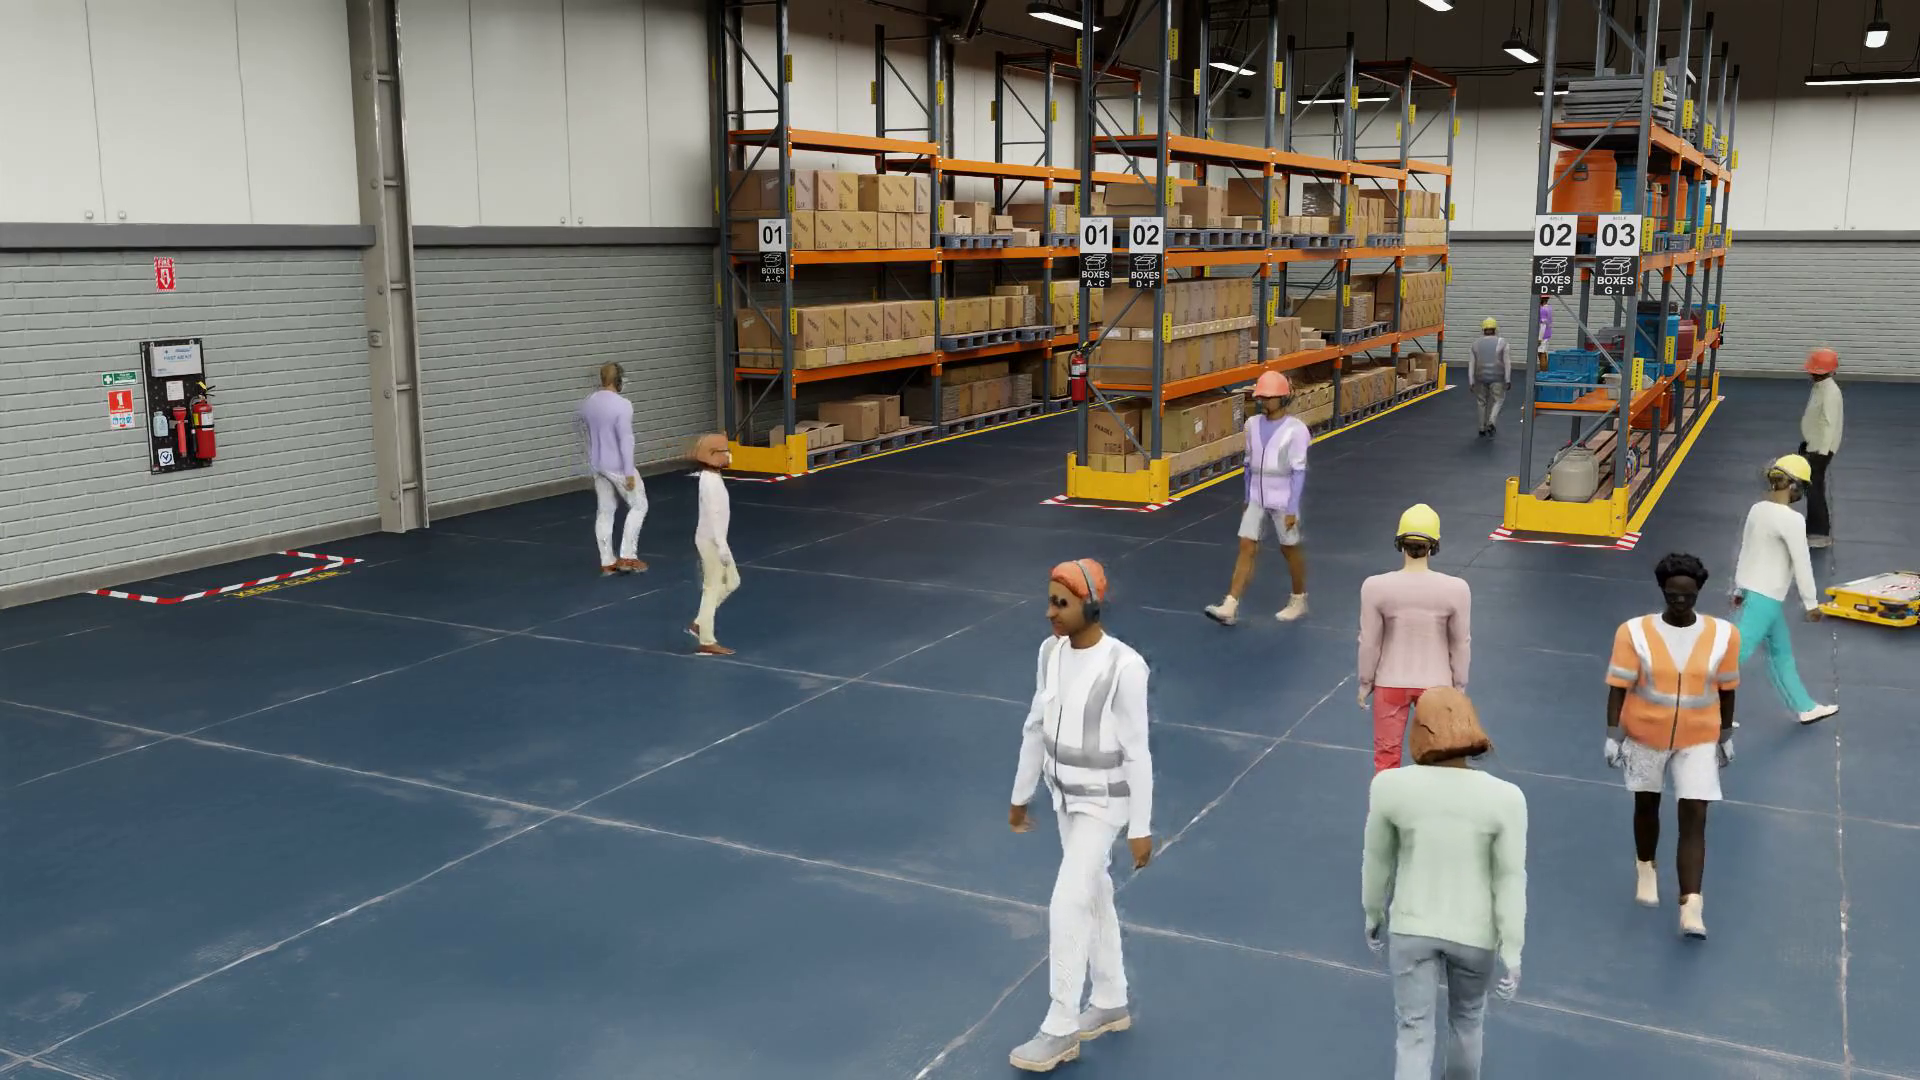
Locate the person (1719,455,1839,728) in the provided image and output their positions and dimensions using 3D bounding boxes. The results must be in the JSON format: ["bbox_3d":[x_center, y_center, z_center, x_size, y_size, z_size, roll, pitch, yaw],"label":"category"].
[{"bbox_3d":[4.998,0.331,10.211,0.920,1.697,0.549,1,10,4],"label":"person"}]

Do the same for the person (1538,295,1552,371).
[{"bbox_3d":[11.934,-4.178,34.156,0.370,1.933,0.553,6,12,30],"label":"person"}]

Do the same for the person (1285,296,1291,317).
[{"bbox_3d":[7.712,-4.936,39.191,0.339,1.614,0.599,0,10,1],"label":"person"}]

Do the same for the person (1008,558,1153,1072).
[{"bbox_3d":[0.360,0.999,6.121,0.754,1.861,0.619,-6,12,-28],"label":"person"}]

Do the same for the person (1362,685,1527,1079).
[{"bbox_3d":[1.555,1.268,5.371,0.521,1.594,0.804,4,11,19],"label":"person"}]

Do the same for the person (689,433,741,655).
[{"bbox_3d":[-1.757,0.038,12.012,0.354,1.624,0.498,-1,10,-6],"label":"person"}]

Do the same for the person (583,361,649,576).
[{"bbox_3d":[-3.046,-0.636,14.872,0.658,1.924,0.556,9,14,40],"label":"person"}]

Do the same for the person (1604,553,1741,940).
[{"bbox_3d":[3.096,0.889,7.257,0.554,1.654,0.830,4,11,18],"label":"person"}]

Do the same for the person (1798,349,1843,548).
[{"bbox_3d":[8.433,-0.904,16.312,0.362,1.949,0.776,5,11,25],"label":"person"}]

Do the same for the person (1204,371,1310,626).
[{"bbox_3d":[2.364,-0.303,12.873,1.041,1.986,0.650,-9,14,-41],"label":"person"}]

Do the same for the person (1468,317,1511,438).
[{"bbox_3d":[7.927,-2.426,24.906,0.625,1.824,0.476,7,12,32],"label":"person"}]

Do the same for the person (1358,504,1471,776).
[{"bbox_3d":[2.173,0.708,7.998,0.524,1.760,0.328,2,11,13],"label":"person"}]

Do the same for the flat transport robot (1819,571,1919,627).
[{"bbox_3d":[7.576,0.462,13.395,1.431,0.197,0.652,-8,13,-35],"label":"flat transport robot"}]
